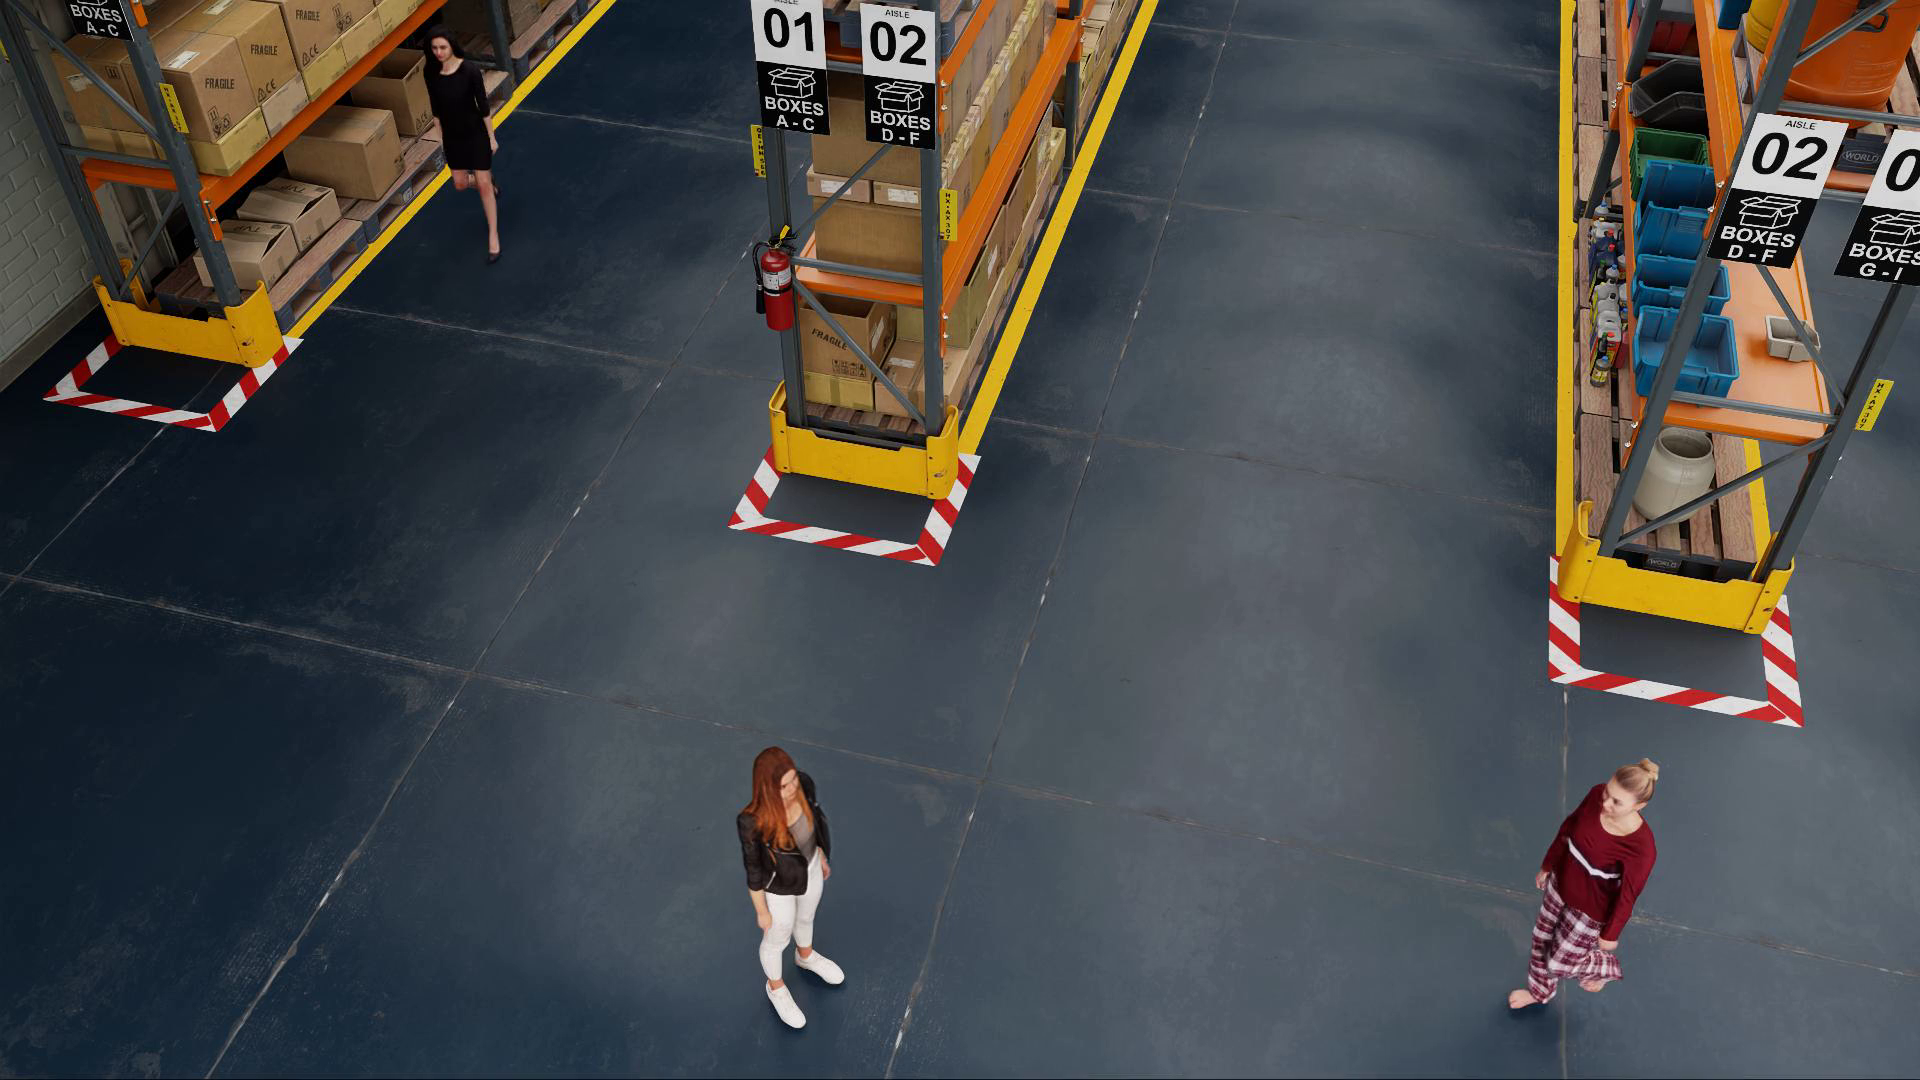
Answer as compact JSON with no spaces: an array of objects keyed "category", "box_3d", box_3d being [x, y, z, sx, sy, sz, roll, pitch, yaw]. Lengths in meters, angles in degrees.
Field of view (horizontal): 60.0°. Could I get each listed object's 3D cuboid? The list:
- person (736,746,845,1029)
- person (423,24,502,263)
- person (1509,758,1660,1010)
[{"category":"person","box_3d":[-0.767,1.500,7.387,0.719,1.704,0.583,27,50,26]},{"category":"person","box_3d":[-3.538,-2.924,12.065,0.670,1.787,0.932,5,43,5]},{"category":"person","box_3d":[2.821,1.546,7.353,0.856,1.683,0.802,-12,44,-13]}]
